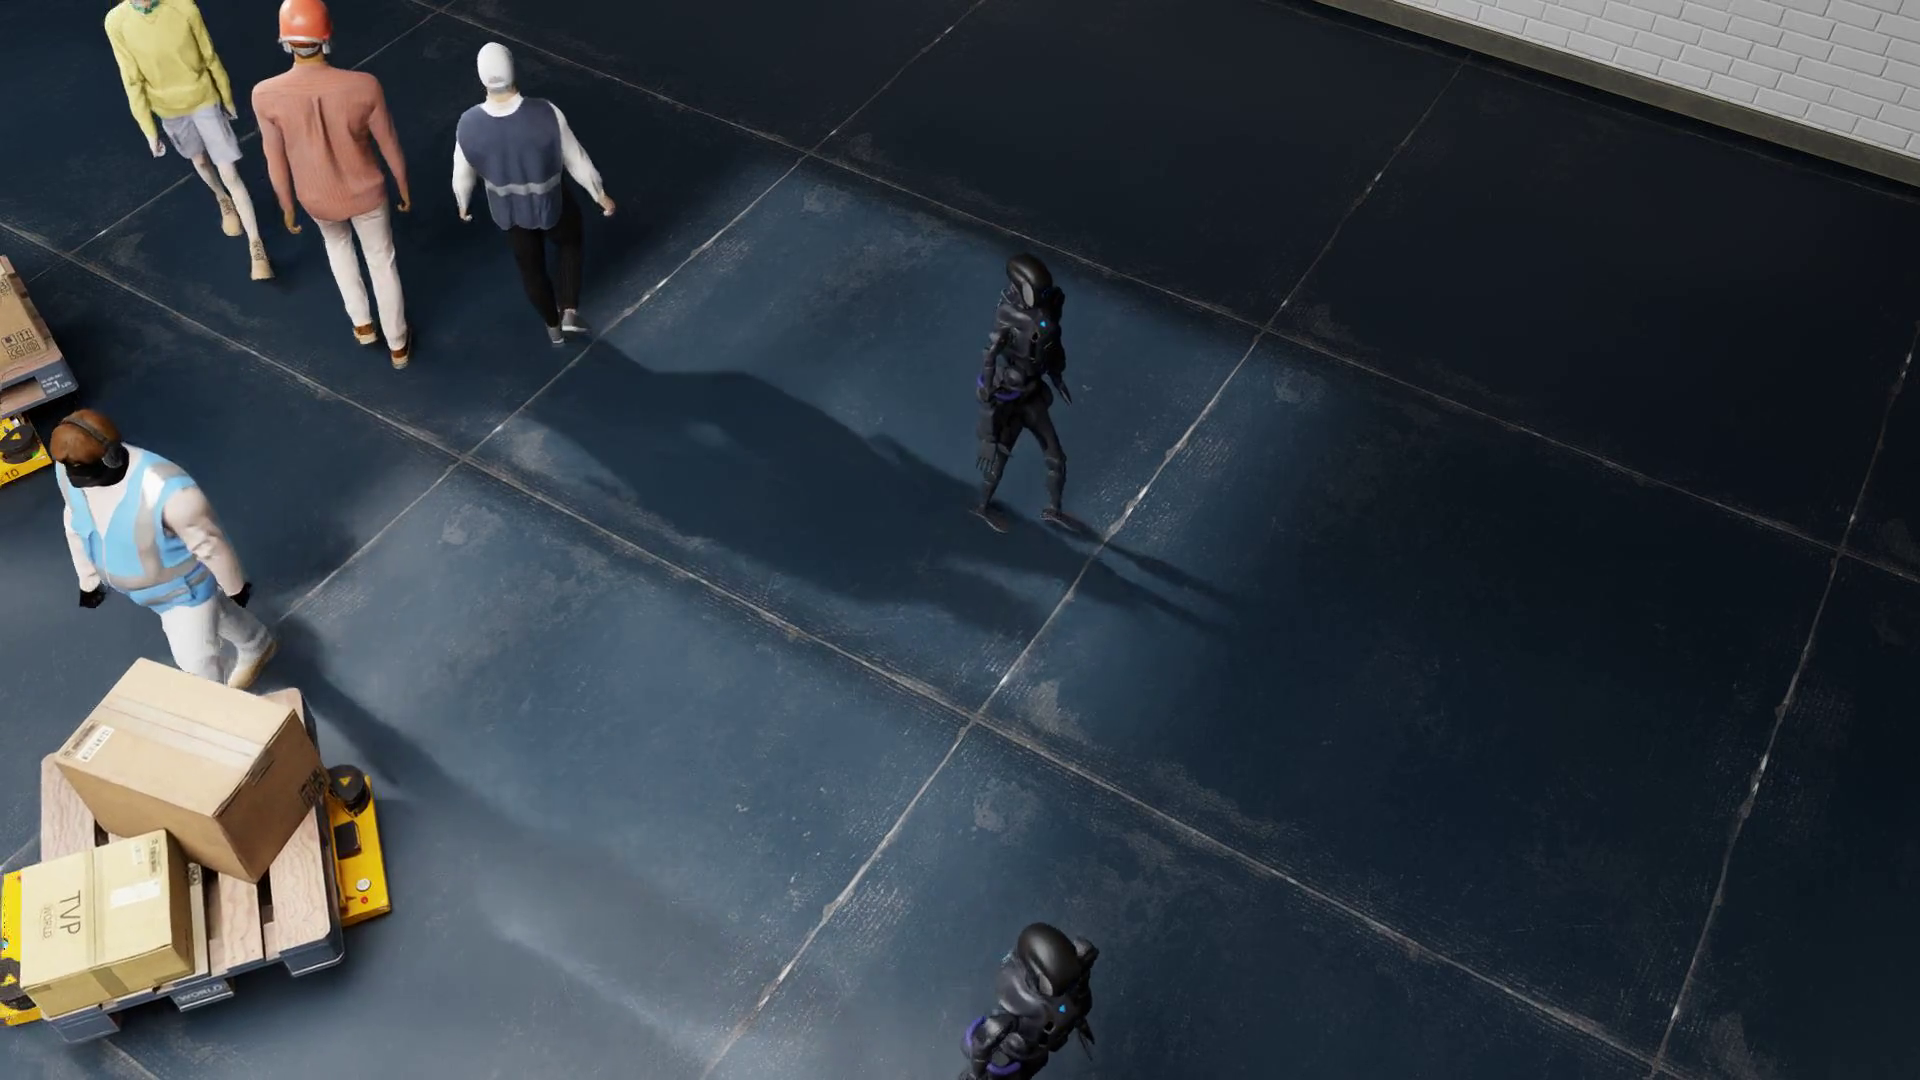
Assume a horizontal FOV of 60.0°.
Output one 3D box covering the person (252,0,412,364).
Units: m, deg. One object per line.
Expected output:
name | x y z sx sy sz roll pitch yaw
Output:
person | -3.026 -1.734 8.208 0.635 1.961 0.543 -10 50 -9

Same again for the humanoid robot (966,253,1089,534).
humanoid robot | 0.297 -0.597 7.408 0.567 1.639 0.608 31 55 24

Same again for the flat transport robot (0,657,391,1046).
flat transport robot | -3.046 1.383 6.607 1.431 0.231 0.659 -15 51 -13

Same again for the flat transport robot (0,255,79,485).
flat transport robot | -5.185 -0.717 8.442 0.659 0.231 1.431 -29 55 -23

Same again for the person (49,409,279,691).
person | -3.237 0.211 6.618 0.630 1.800 0.927 21 52 17

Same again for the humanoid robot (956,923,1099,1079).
humanoid robot | 0.229 1.705 5.409 0.658 1.636 0.589 35 57 27

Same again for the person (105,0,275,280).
person | -4.065 -2.236 8.727 0.481 1.844 0.920 -13 50 -11

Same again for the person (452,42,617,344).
person | -2.122 -1.687 8.305 0.787 1.745 0.465 -7 49 -6
